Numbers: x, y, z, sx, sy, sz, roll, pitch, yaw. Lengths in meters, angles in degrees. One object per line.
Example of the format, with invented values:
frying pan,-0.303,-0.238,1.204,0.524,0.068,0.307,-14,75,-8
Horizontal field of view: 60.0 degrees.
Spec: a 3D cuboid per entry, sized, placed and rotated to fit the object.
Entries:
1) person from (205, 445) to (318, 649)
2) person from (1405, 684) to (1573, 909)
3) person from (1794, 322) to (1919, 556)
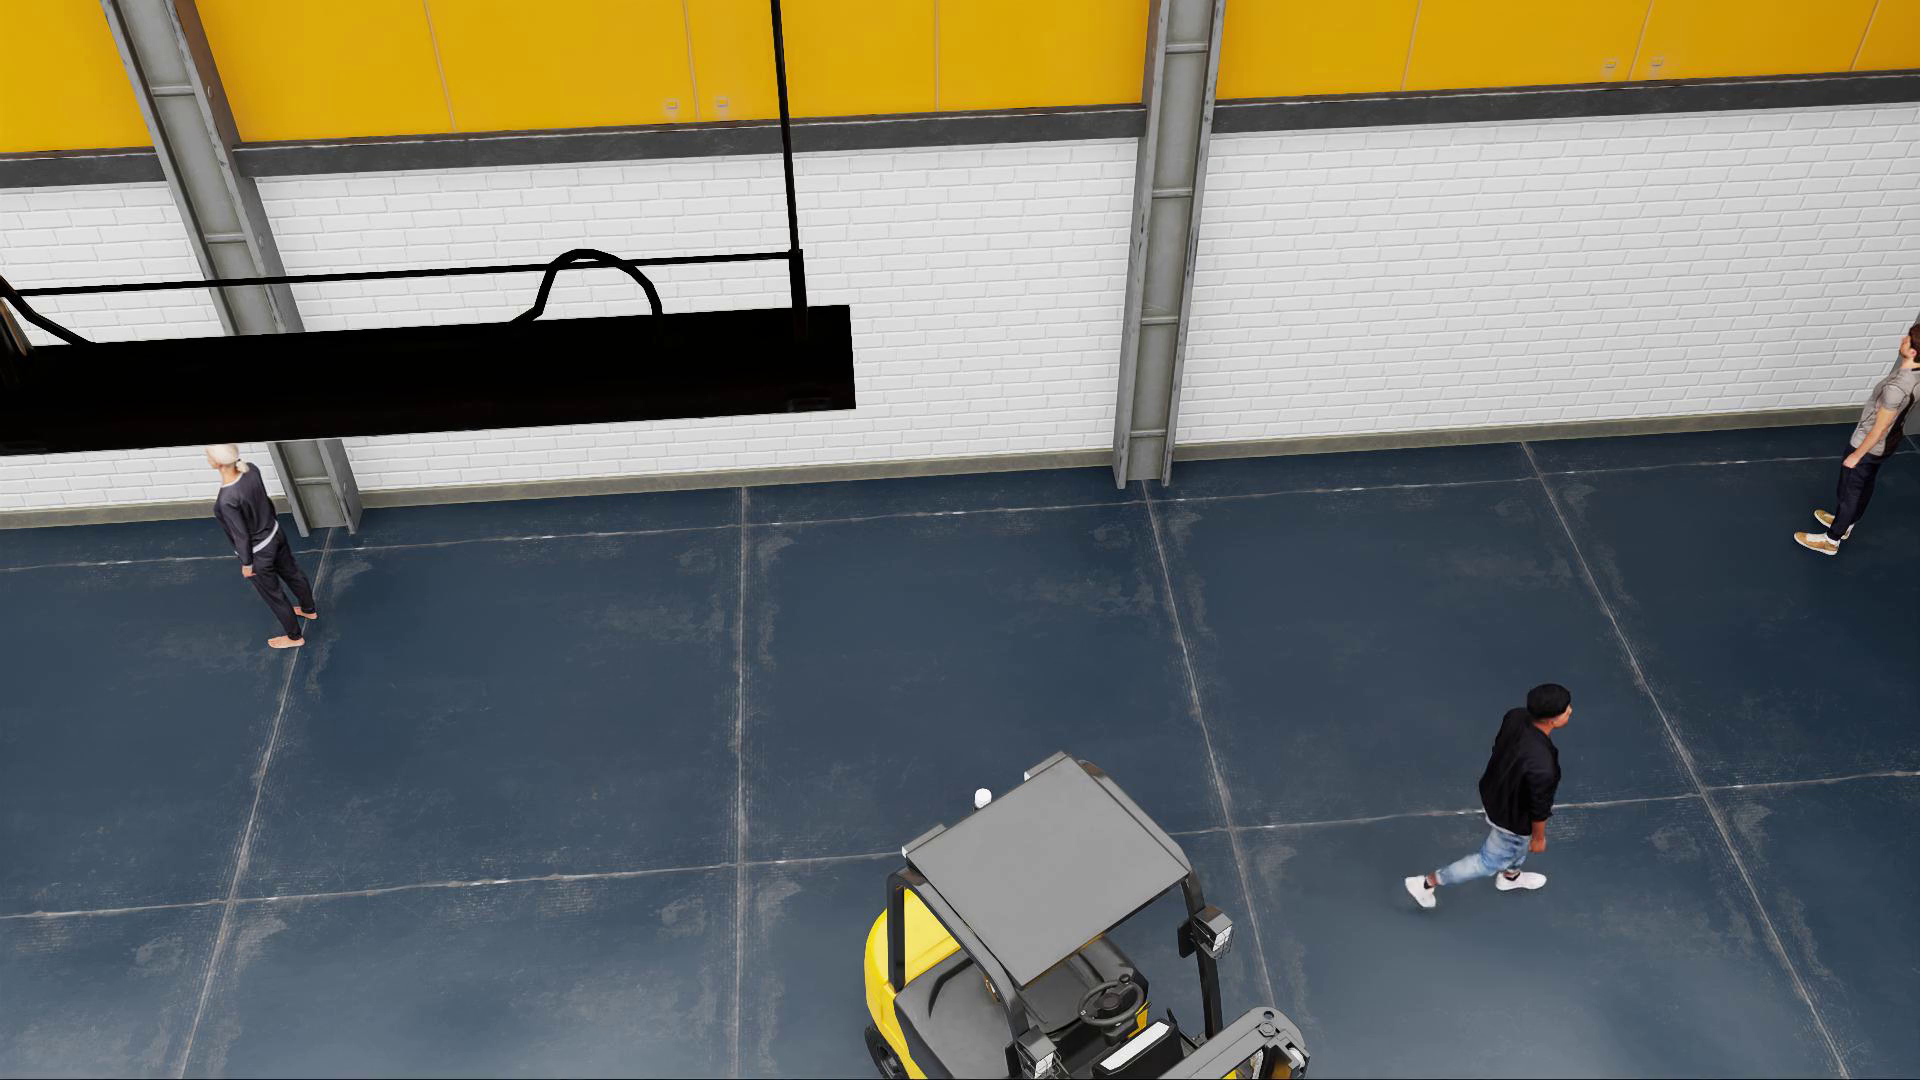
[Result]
person,-4.553,0.000,10.813,0.598,1.725,0.649,6,44,6
person,2.990,1.473,9.225,1.145,1.783,0.768,1,44,1
person,6.282,-0.690,11.415,0.709,1.895,0.799,-33,53,-30
